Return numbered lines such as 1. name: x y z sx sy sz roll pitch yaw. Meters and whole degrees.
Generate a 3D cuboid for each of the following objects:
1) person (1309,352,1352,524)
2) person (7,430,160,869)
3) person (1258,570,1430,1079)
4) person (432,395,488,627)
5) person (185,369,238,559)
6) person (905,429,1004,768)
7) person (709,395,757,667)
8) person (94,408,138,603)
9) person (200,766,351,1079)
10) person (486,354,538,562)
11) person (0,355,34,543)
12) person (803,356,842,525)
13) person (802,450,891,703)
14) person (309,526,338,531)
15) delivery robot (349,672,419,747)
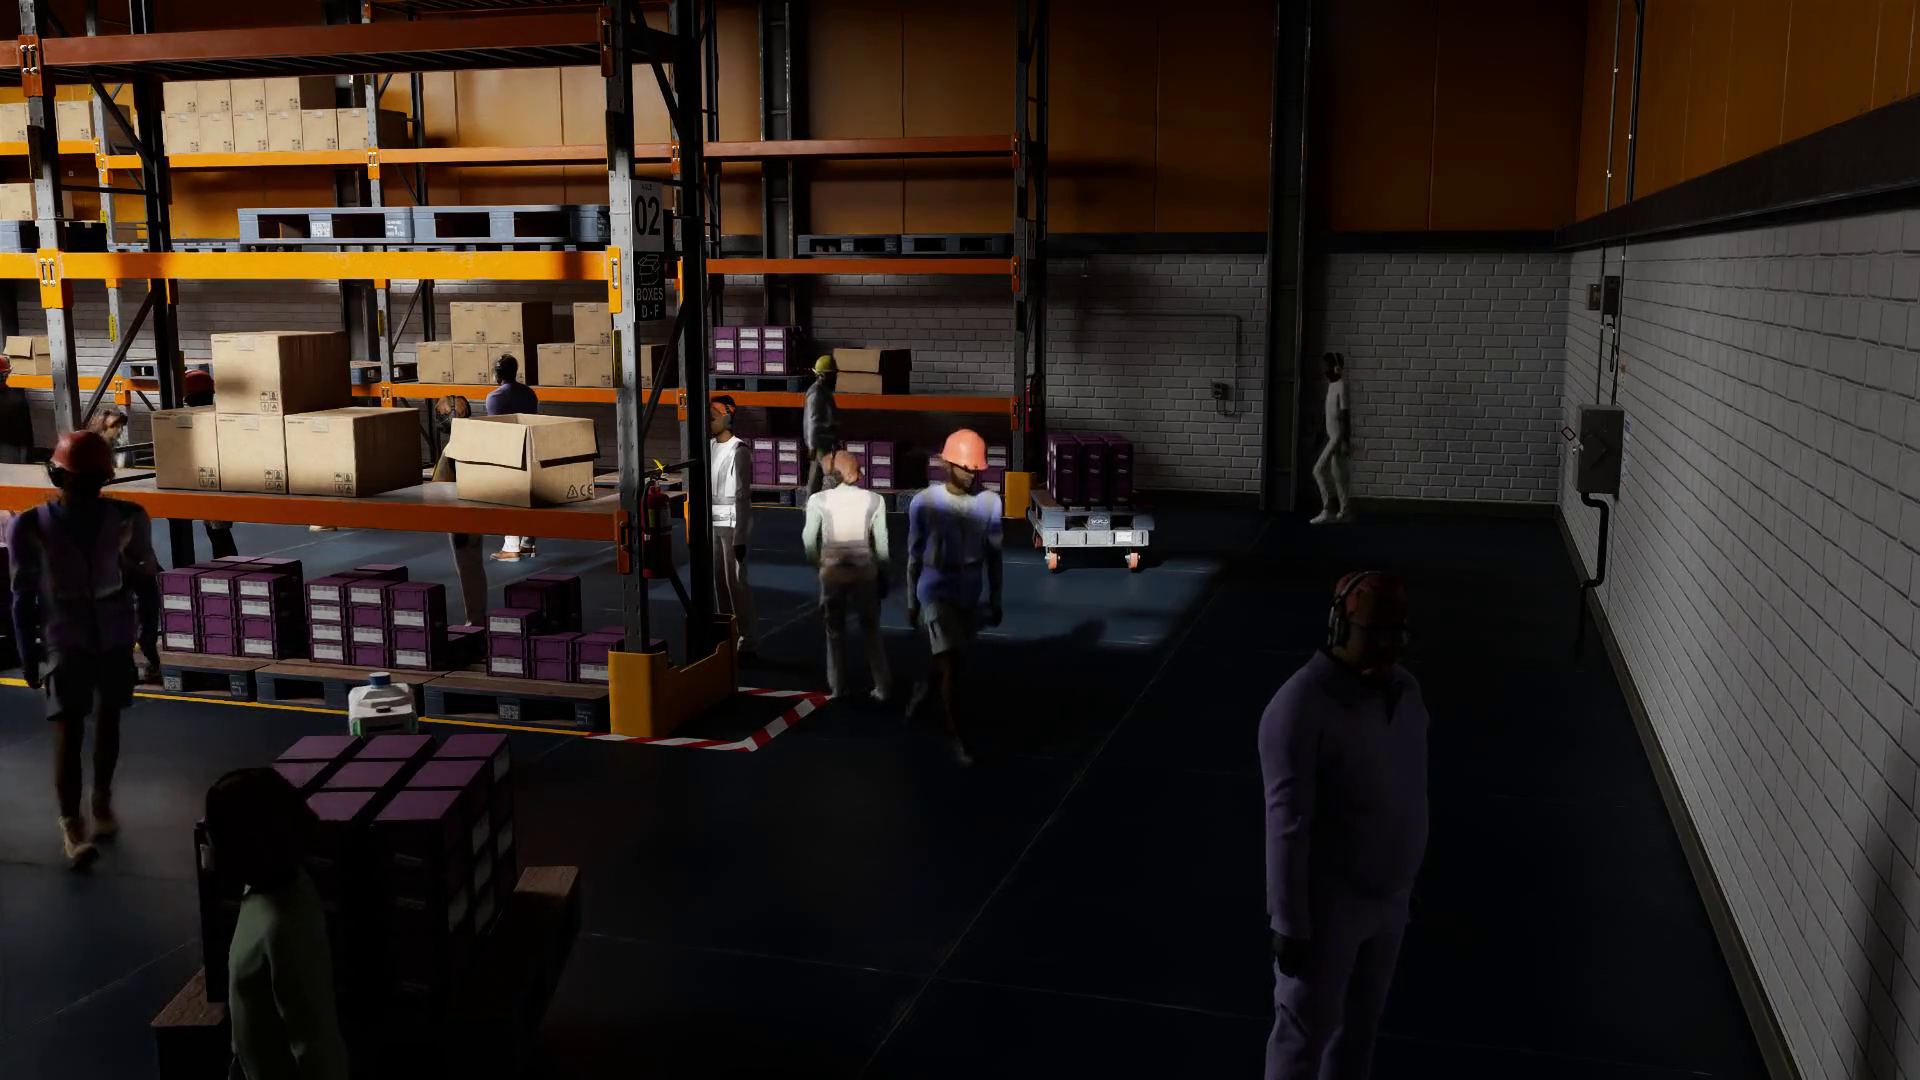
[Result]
1. person: 3.944 -1.080 17.750 0.627 1.842 0.538 1 9 5
2. person: -4.012 0.492 7.711 0.598 1.990 0.975 -7 12 -38
3. person: 1.126 1.023 4.753 0.643 1.903 0.399 -8 12 -41
4. person: -3.585 -0.127 11.977 0.429 1.837 0.629 -3 10 -16
5. person: -6.069 -0.415 13.440 0.381 1.928 0.542 -7 12 -38
6. person: -0.077 0.277 9.420 0.558 1.882 0.904 -4 10 -24
7. person: -1.603 -0.060 11.448 0.352 1.878 0.568 -5 11 -30
8. person: -6.877 -0.259 13.481 0.810 1.593 0.567 3 10 20
9. person: -1.661 1.315 3.867 0.832 1.591 0.527 -4 10 -25
10. person: -4.197 -0.767 15.551 0.372 1.940 0.632 4 10 22
11. person: -8.510 -0.673 14.808 0.623 1.992 0.396 5 11 27
12. person: -1.326 -1.037 17.580 0.757 1.804 0.627 1 9 4
13. person: -0.716 0.230 10.466 0.537 1.610 0.448 -2 10 -13
14. person: -6.606 -1.009 17.321 0.429 1.845 0.621 2 9 10
15. delivery robot: -3.115 0.955 8.977 0.477 0.478 0.707 -3 10 -20
